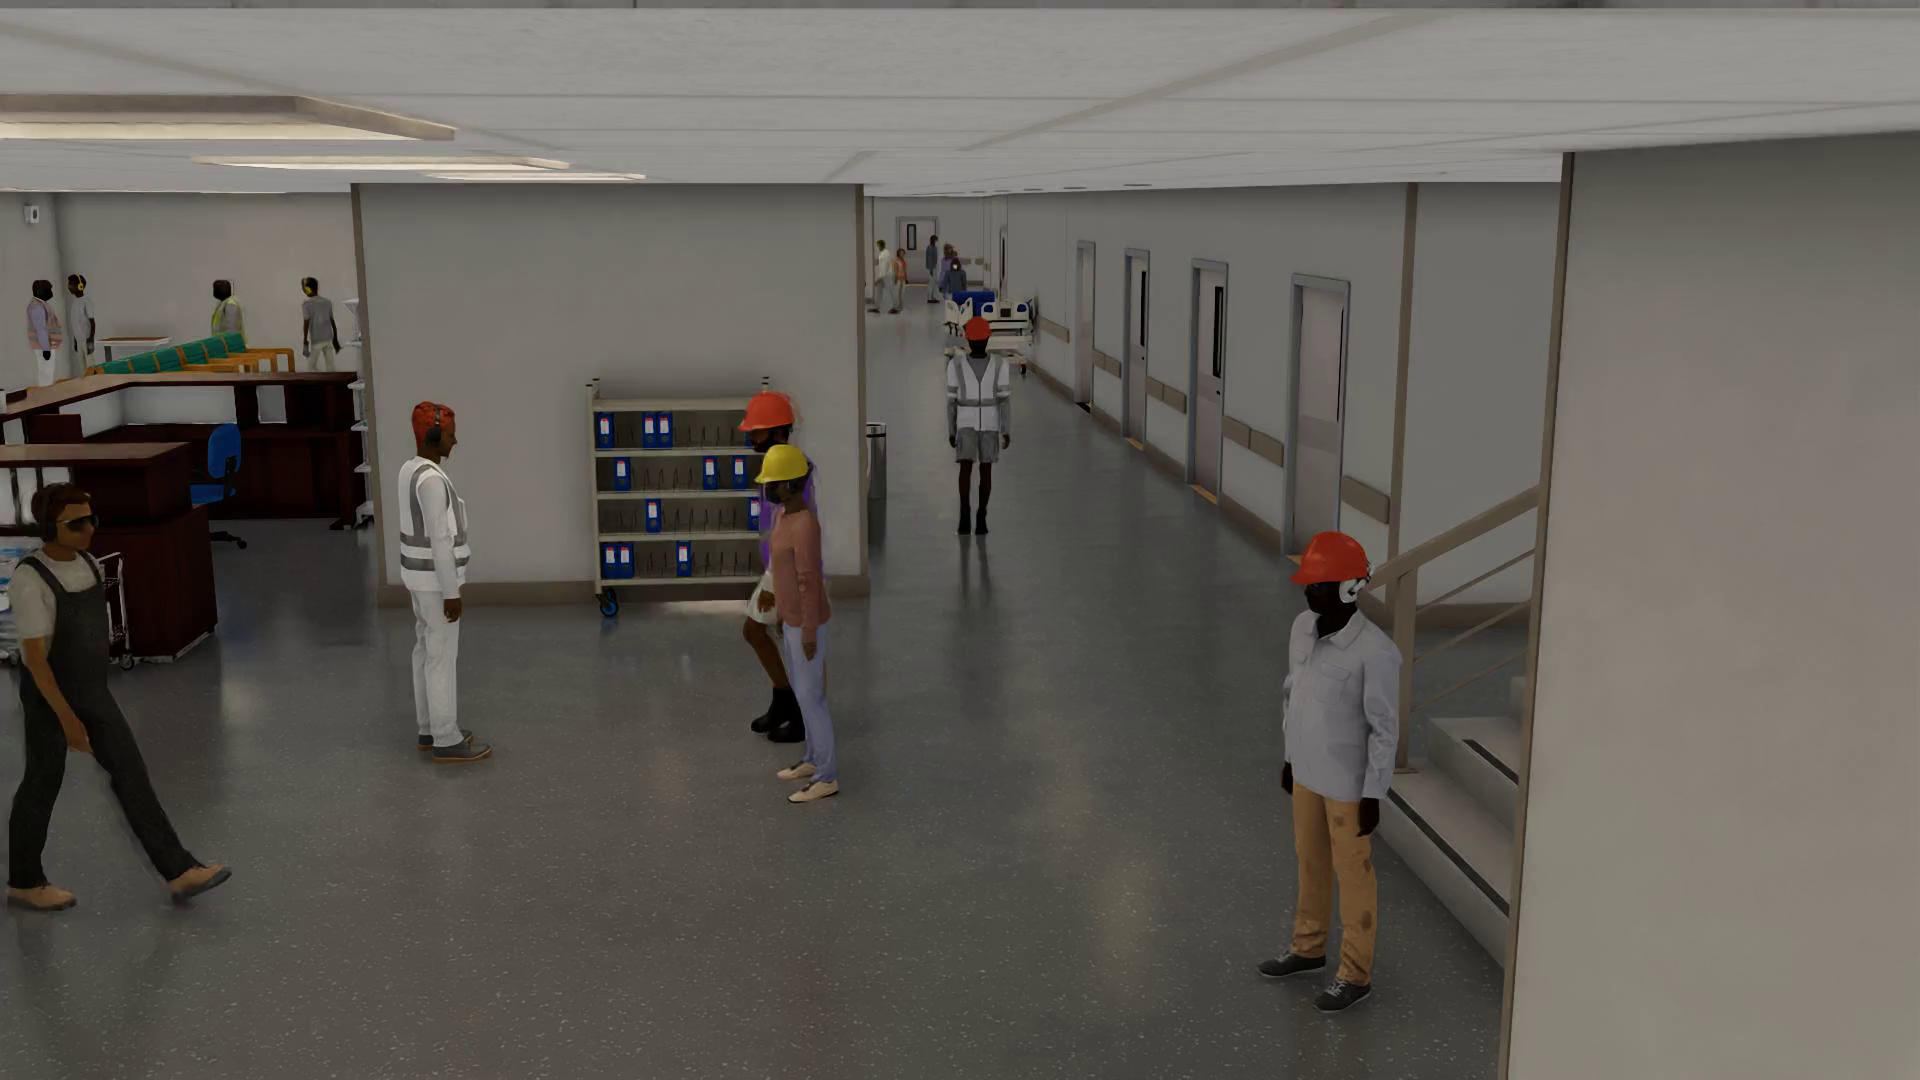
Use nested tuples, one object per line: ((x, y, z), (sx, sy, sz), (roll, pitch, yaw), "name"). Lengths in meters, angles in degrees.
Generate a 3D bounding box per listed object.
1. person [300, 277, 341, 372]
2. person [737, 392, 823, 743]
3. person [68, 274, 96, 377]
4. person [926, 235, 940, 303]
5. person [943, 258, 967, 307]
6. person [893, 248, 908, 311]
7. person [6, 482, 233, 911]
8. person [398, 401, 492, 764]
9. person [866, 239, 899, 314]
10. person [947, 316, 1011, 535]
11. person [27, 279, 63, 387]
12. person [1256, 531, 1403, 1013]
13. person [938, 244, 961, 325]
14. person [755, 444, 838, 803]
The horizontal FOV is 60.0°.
((-8.979, -2.769, 23.388), (0.503, 1.835, 0.656), (8, 14, 35), "person")
((-0.964, 0.166, 8.849), (0.518, 1.914, 0.537), (-4, 12, -20), "person")
((-12.422, -2.820, 23.559), (0.511, 1.872, 0.329), (9, 15, 37), "person")
((-0.783, -7.689, 47.222), (0.386, 1.928, 0.641), (2, 12, 8), "person")
((-0.121, -5.510, 37.356), (0.521, 1.612, 0.662), (1, 12, 6), "person")
((-1.571, -6.859, 43.860), (0.309, 1.641, 0.513), (9, 14, 37), "person")
((-3.524, 0.659, 6.739), (0.985, 1.790, 0.519), (2, 12, 9), "person")
((-2.718, 0.219, 8.669), (0.356, 1.887, 0.572), (-7, 13, -31), "person")
((-2.006, -6.757, 42.727), (0.921, 1.888, 0.664), (-3, 12, -12), "person")
((0.171, -0.976, 14.451), (0.544, 1.919, 0.577), (-1, 12, -4), "person")
((-12.466, -2.628, 22.702), (0.429, 1.839, 0.634), (-6, 13, -27), "person")
((1.329, 0.829, 6.016), (0.342, 1.751, 0.564), (-5, 13, -24), "person")
((-0.288, -5.960, 38.842), (0.505, 1.890, 0.680), (-8, 14, -34), "person")
((-0.807, 0.397, 8.145), (0.368, 1.756, 0.533), (-3, 12, -15), "person")
